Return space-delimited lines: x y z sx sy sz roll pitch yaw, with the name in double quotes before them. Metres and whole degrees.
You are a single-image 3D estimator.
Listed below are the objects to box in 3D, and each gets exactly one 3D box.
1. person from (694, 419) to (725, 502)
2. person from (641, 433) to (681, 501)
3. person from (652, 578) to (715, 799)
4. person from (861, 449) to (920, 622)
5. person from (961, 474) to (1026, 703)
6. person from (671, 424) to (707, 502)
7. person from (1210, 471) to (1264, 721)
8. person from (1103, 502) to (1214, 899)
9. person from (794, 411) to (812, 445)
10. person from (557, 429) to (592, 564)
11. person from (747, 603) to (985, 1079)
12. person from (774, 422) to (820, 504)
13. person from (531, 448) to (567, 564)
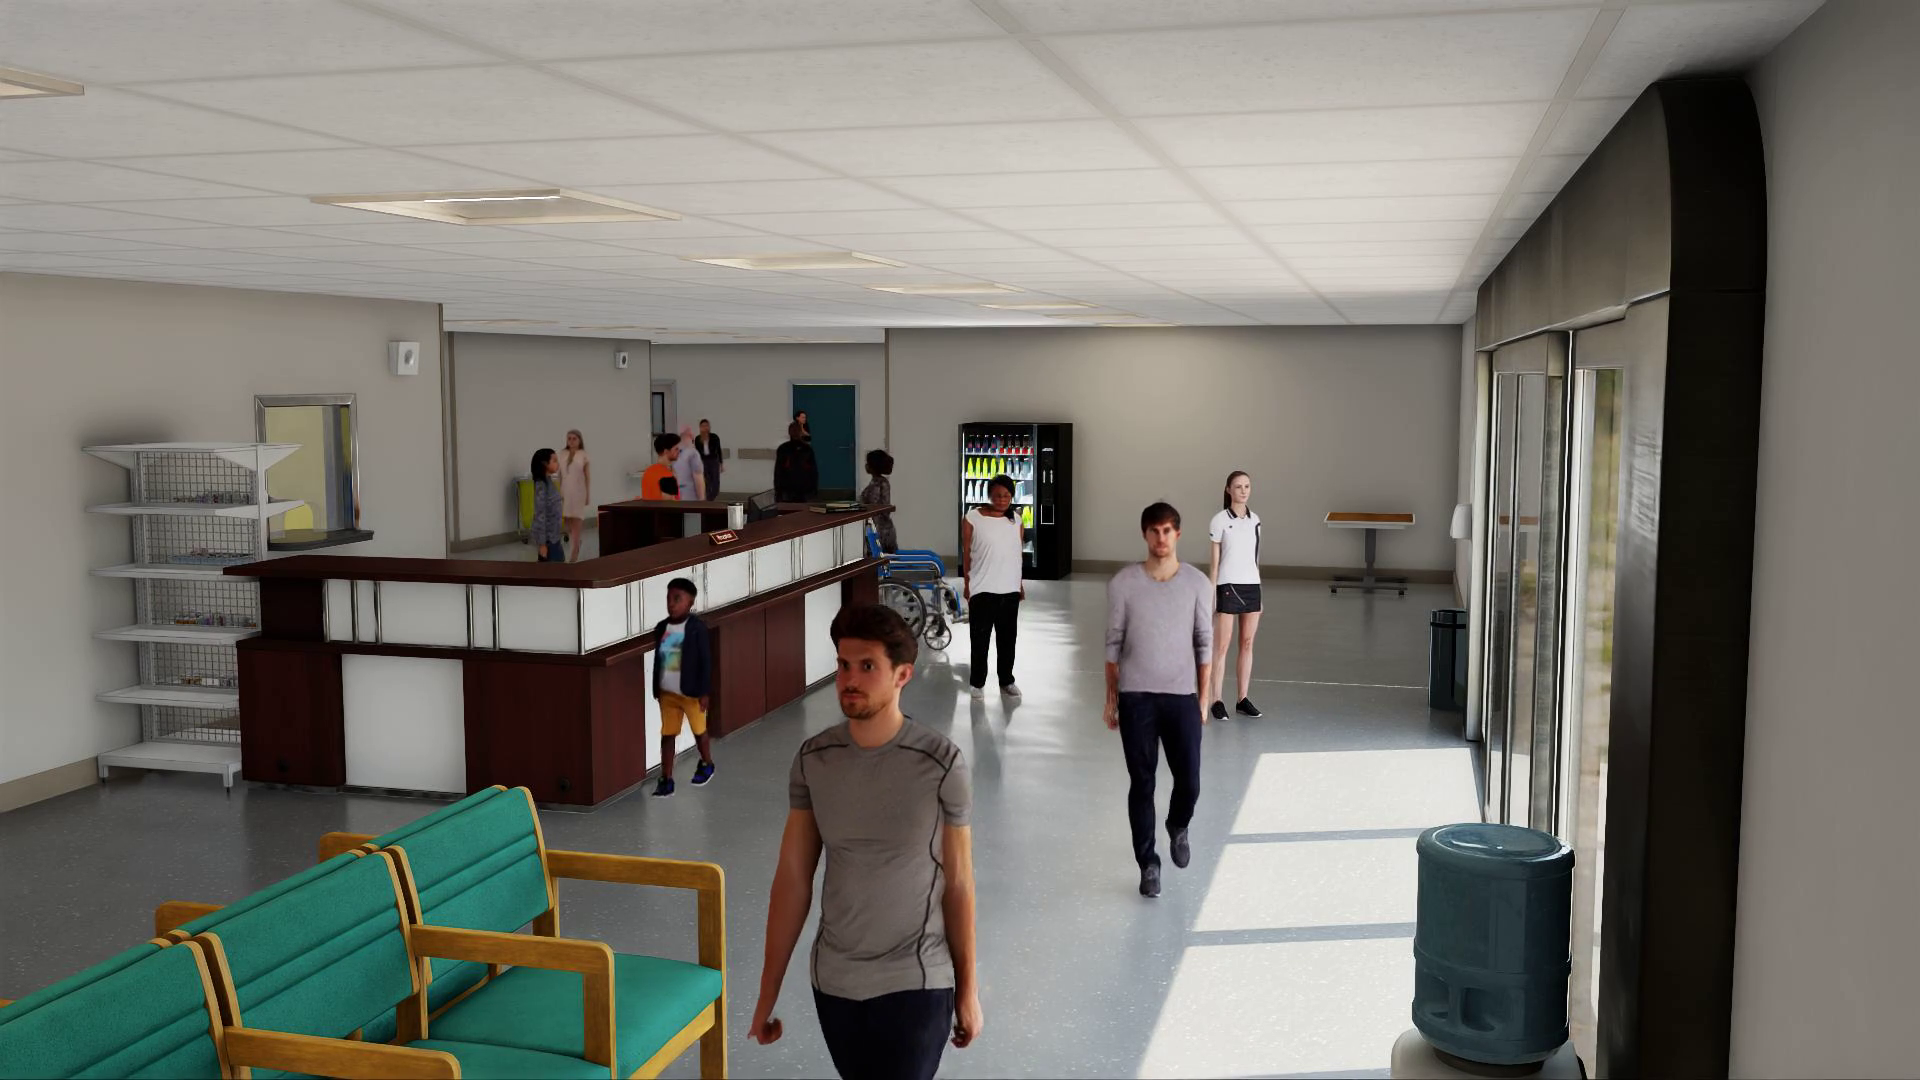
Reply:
"person" -4.216 -1.193 27.969 0.974 1.642 0.896 -1 6 -6
"person" -2.856 -0.043 15.447 1.116 1.861 1.109 -4 7 -37
"person" -1.574 0.849 9.660 0.789 1.244 0.582 2 6 17
"person" -0.678 0.014 15.847 1.141 1.667 0.624 2 6 16
"person" 0.268 0.339 12.493 0.739 1.691 0.823 -2 6 -22
"person" -3.257 -0.454 19.733 1.098 1.819 1.050 6 8 44
"person" 1.950 0.385 11.741 0.655 1.751 0.732 -2 6 -22
"person" 0.930 0.737 7.851 0.752 1.829 0.798 0 6 4
"person" -2.839 -1.406 29.448 0.588 1.770 0.643 3 6 25
"person" -4.896 -0.547 21.131 0.706 1.726 0.723 1 6 6
"person" -0.171 1.097 4.192 1.162 1.845 0.823 2 6 22
"person" -2.145 -0.620 21.442 0.876 1.808 0.938 -3 6 -27
"person" -3.984 0.009 15.700 1.138 1.705 0.866 0 6 -5
